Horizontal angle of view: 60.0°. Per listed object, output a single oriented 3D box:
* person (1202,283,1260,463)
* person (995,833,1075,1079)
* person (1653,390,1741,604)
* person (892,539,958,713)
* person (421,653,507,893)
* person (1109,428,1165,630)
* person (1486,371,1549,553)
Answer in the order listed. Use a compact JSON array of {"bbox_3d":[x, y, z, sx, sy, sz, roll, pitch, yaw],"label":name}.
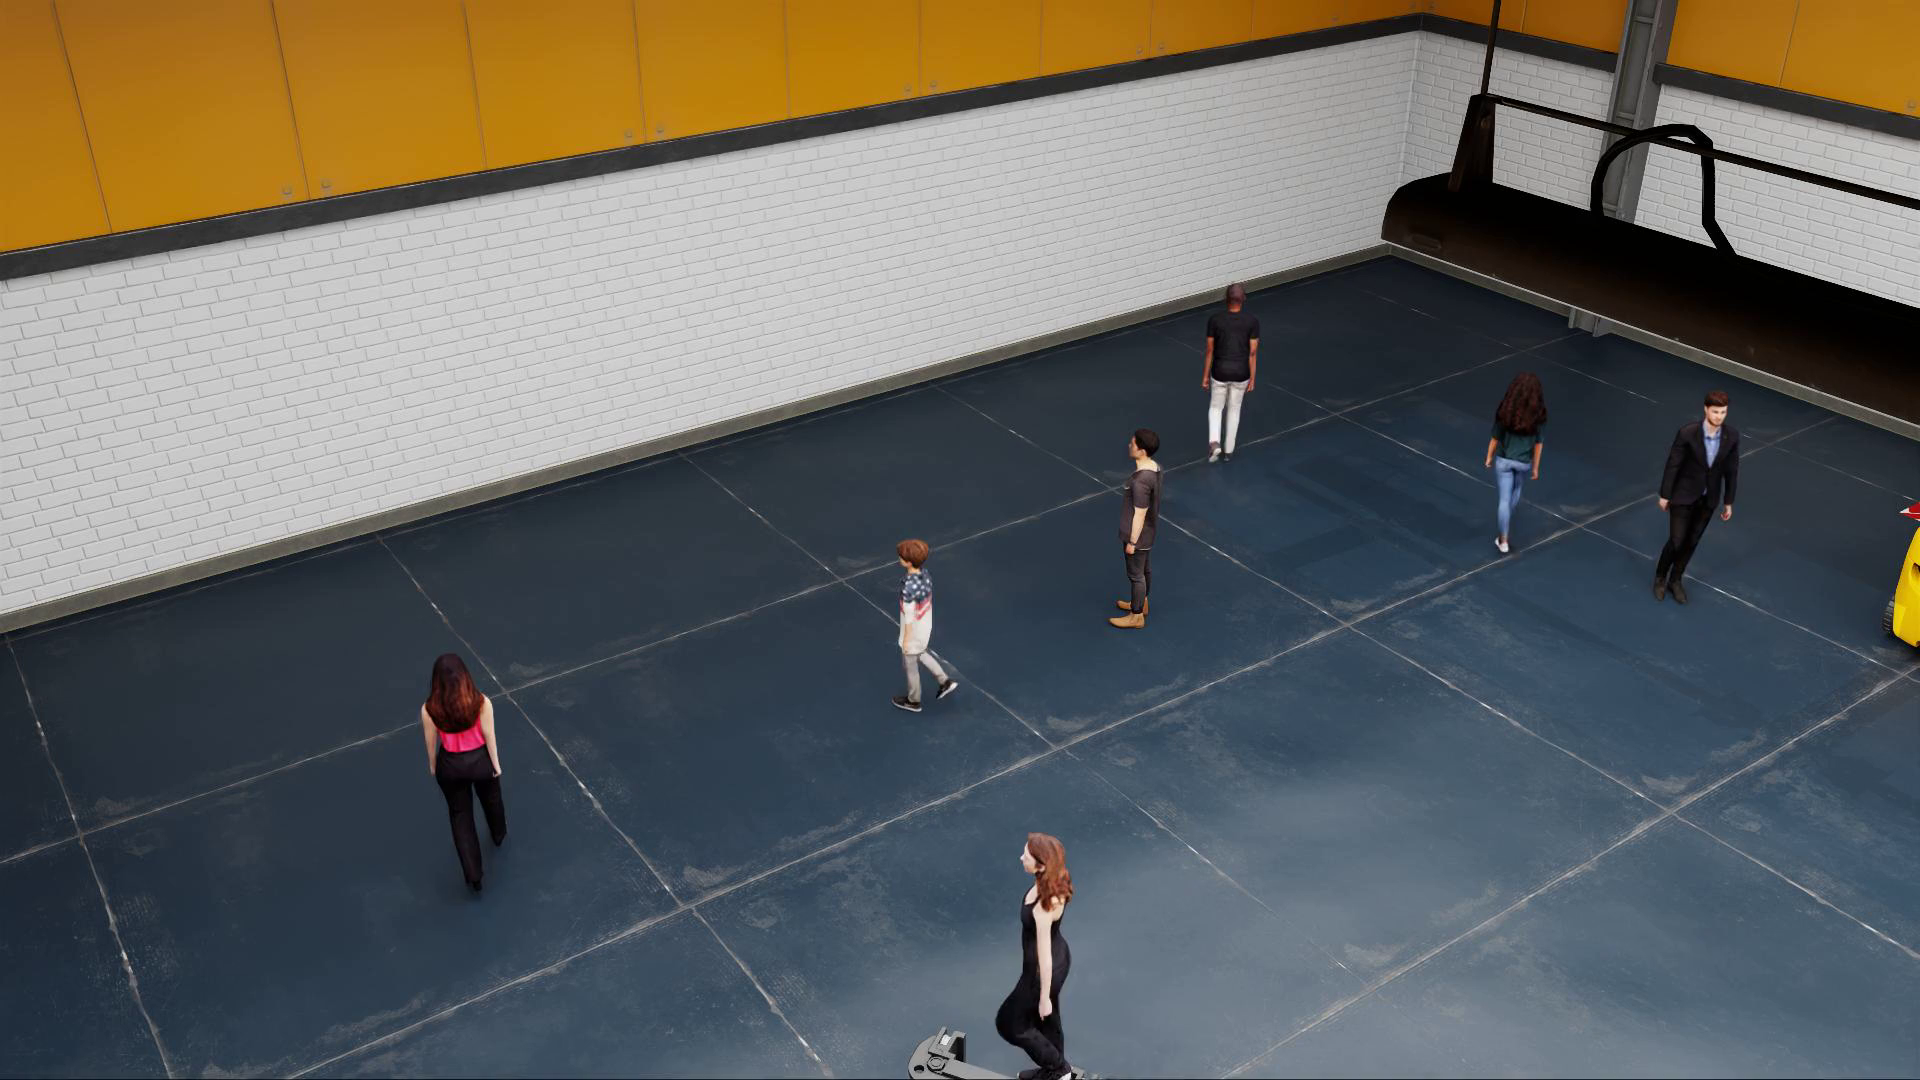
[{"bbox_3d":[2.556,-1.516,15.763,0.963,1.787,1.025,5,29,9],"label":"person"},{"bbox_3d":[0.537,2.288,8.847,0.834,1.733,0.771,2,29,4],"label":"person"},{"bbox_3d":[5.990,-0.396,13.614,0.806,1.879,0.825,-1,29,-1],"label":"person"},{"bbox_3d":[-0.266,0.641,12.181,0.805,1.432,0.716,10,30,18],"label":"person"},{"bbox_3d":[-3.103,1.470,10.448,0.817,1.635,1.039,-6,29,-12],"label":"person"},{"bbox_3d":[1.437,-0.106,13.249,0.742,1.719,0.709,9,30,16],"label":"person"},{"bbox_3d":[4.793,-0.644,14.367,0.948,1.593,1.016,4,29,8],"label":"person"}]
